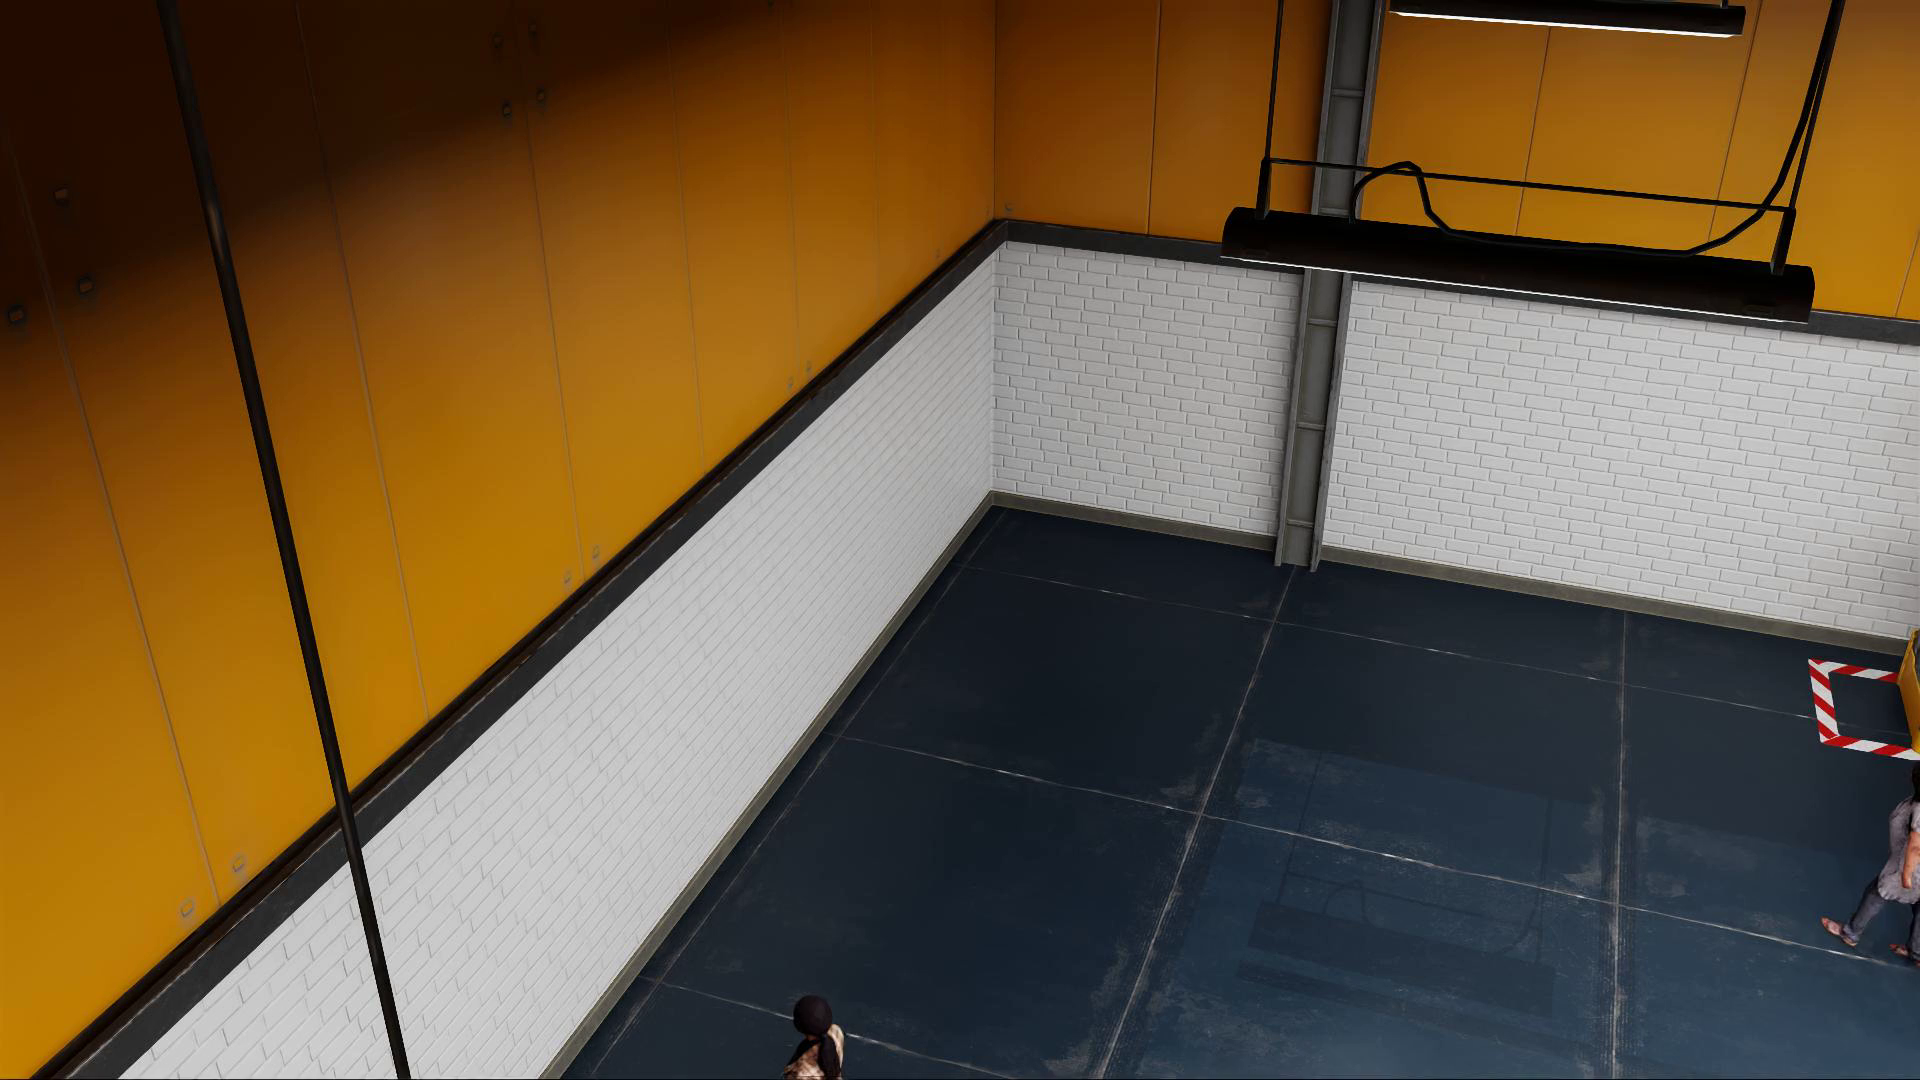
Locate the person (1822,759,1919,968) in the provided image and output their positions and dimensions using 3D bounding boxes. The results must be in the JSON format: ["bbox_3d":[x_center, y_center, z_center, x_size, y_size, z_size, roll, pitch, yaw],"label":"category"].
[{"bbox_3d":[6.361,2.153,10.909,0.910,1.578,0.999,-16,32,-27],"label":"person"}]

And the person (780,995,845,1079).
[{"bbox_3d":[-0.688,3.151,8.875,0.998,1.774,0.623,12,31,22],"label":"person"}]
